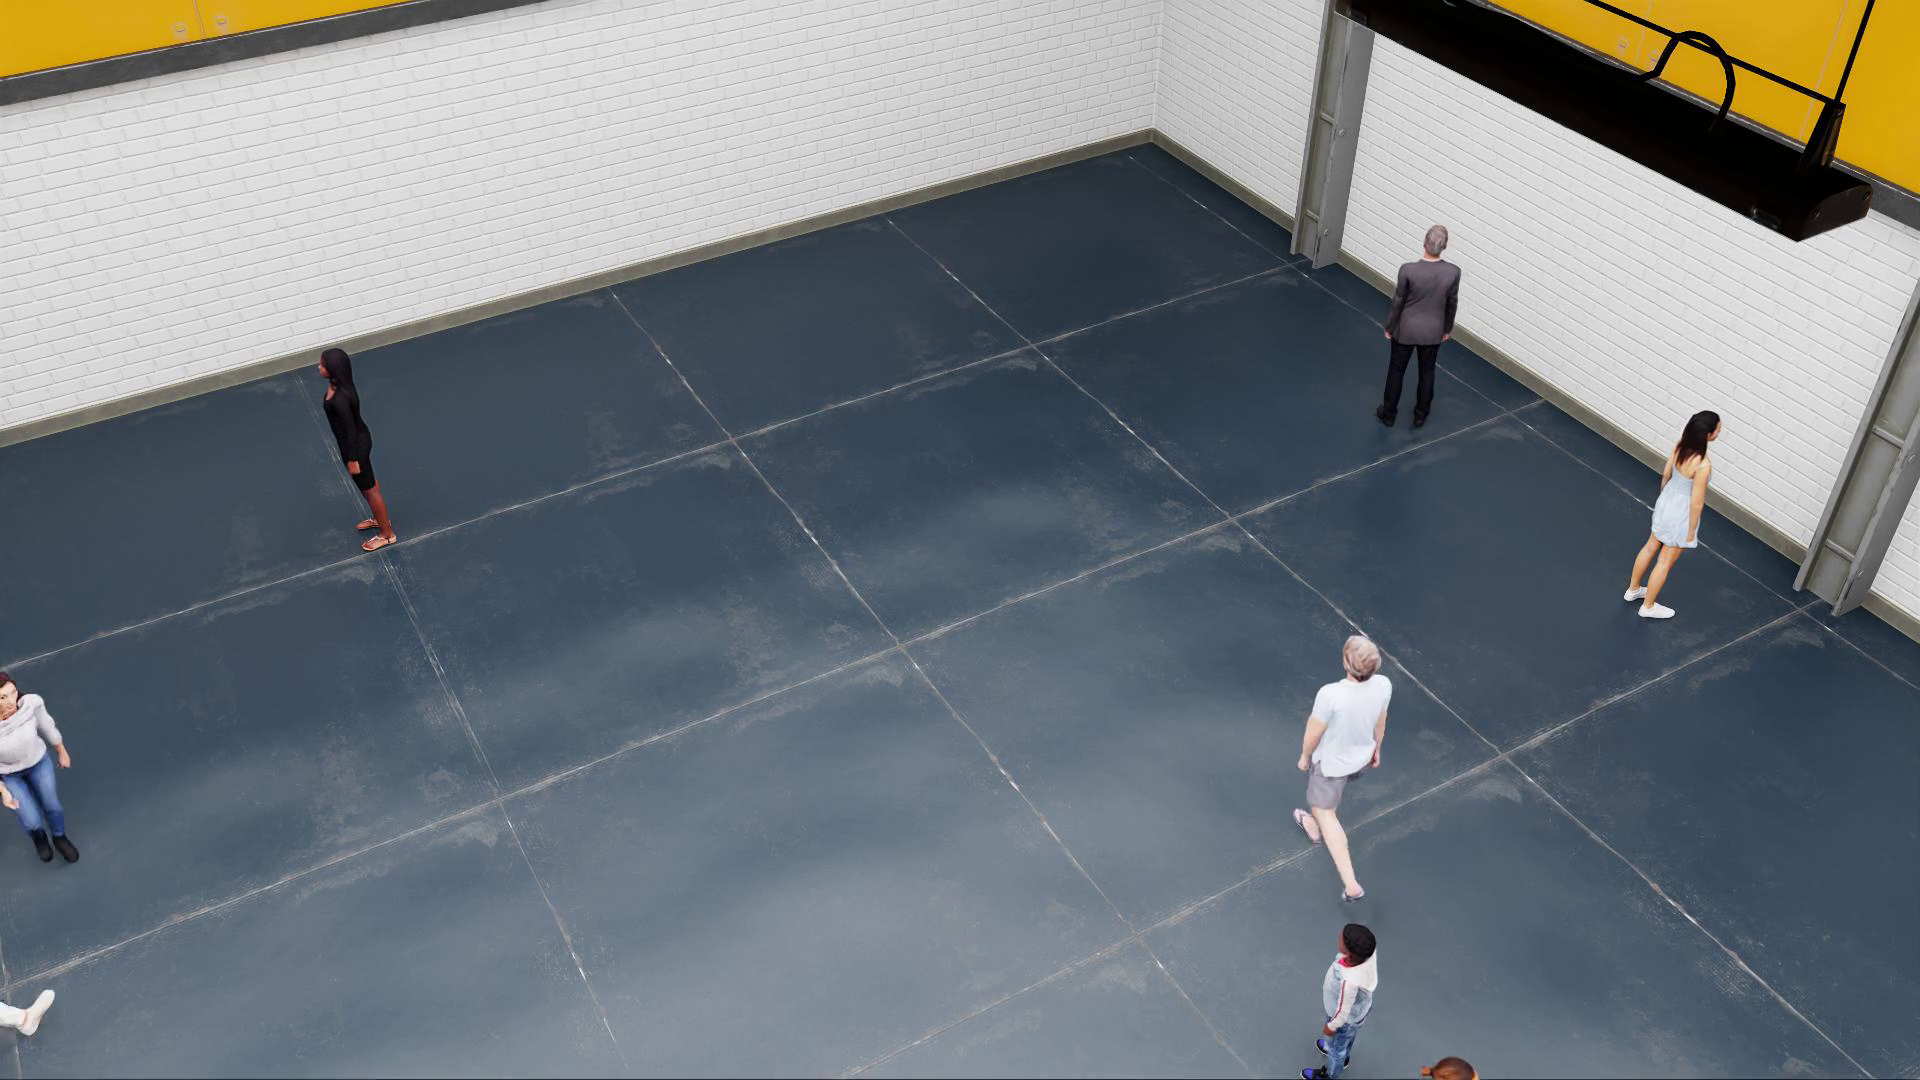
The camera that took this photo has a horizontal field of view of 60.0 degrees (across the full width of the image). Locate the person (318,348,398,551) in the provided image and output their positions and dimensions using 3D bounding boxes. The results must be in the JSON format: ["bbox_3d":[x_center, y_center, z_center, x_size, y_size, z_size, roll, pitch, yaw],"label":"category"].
[{"bbox_3d":[-4.569,-0.700,12.535,0.696,1.721,0.471,-15,41,-18],"label":"person"}]

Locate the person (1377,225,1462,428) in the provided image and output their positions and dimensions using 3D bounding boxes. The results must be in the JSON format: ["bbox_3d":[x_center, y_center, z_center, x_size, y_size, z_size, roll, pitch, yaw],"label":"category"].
[{"bbox_3d":[3.797,-1.764,13.772,0.811,1.839,0.798,1,39,1],"label":"person"}]

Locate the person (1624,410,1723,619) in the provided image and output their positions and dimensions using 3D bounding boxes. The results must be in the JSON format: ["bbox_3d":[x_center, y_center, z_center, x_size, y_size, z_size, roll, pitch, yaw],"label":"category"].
[{"bbox_3d":[5.120,-0.201,11.903,0.714,1.730,0.575,-7,39,-8],"label":"person"}]

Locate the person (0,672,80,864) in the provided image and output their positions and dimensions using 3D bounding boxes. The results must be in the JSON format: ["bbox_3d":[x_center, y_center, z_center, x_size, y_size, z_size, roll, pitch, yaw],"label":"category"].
[{"bbox_3d":[-5.691,1.361,10.044,0.699,1.608,0.709,-31,48,-33],"label":"person"}]

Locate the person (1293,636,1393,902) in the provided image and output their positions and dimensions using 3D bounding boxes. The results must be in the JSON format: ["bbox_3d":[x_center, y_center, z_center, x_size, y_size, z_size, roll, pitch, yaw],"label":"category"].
[{"bbox_3d":[2.310,1.369,9.880,0.775,1.801,1.172,-13,41,-16],"label":"person"}]

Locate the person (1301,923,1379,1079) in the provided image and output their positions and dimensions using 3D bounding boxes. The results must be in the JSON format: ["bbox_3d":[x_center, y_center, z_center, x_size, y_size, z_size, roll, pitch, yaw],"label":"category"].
[{"bbox_3d":[2.075,2.489,8.911,0.595,1.260,0.557,22,44,25],"label":"person"}]
